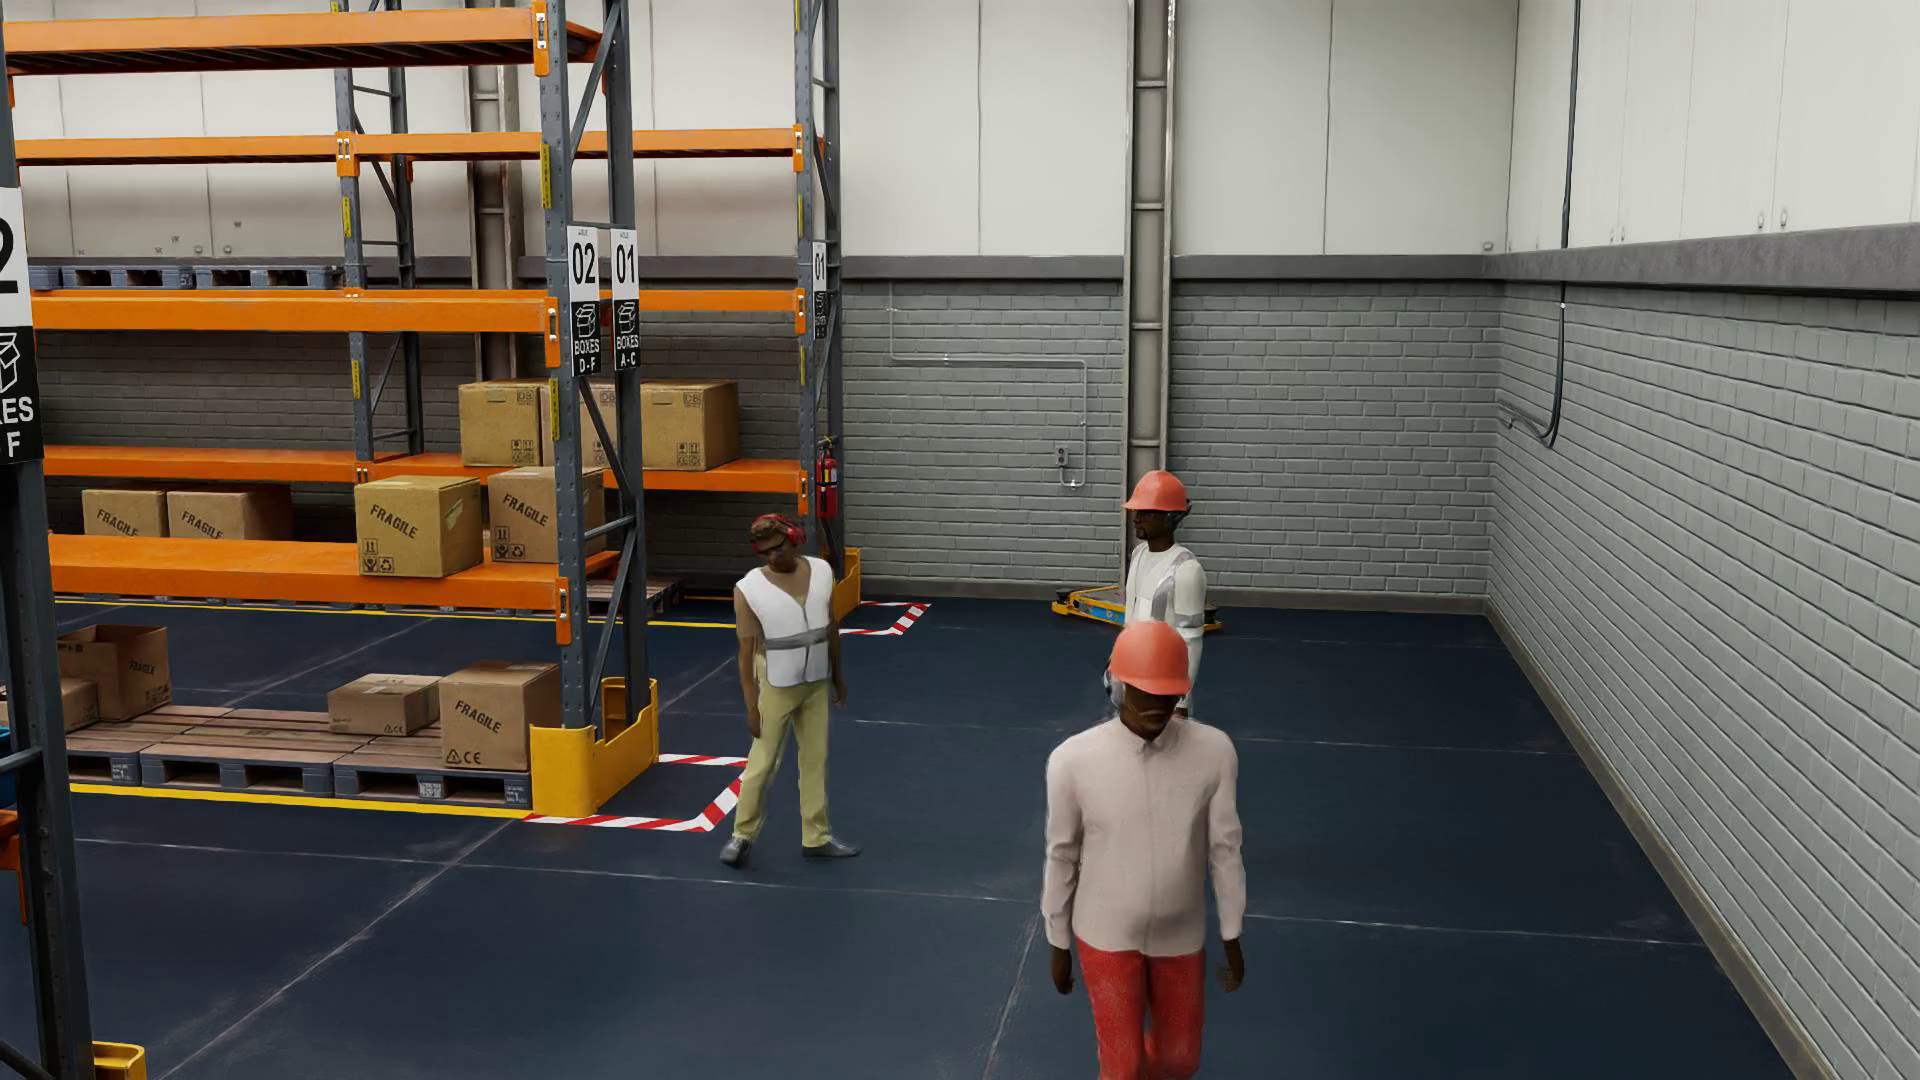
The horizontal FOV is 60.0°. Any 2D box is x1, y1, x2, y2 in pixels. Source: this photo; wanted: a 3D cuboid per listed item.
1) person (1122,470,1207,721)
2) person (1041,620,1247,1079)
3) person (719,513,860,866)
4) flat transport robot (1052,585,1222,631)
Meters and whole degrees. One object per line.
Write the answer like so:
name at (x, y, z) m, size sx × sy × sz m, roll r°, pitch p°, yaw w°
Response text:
person at (0.942, 0.681, 8.040) m, size 0.370 × 2.048 × 0.608 m, roll -4°, pitch 10°, yaw -22°
person at (0.550, 1.181, 5.194) m, size 0.622 × 1.965 × 0.751 m, roll -2°, pitch 9°, yaw -10°
person at (-0.896, 0.749, 8.359) m, size 0.704 × 1.812 × 0.471 m, roll -8°, pitch 12°, yaw -42°
flat transport robot at (1.481, 0.587, 14.117) m, size 0.652 × 0.197 × 1.431 m, roll -7°, pitch 11°, yaw -36°
